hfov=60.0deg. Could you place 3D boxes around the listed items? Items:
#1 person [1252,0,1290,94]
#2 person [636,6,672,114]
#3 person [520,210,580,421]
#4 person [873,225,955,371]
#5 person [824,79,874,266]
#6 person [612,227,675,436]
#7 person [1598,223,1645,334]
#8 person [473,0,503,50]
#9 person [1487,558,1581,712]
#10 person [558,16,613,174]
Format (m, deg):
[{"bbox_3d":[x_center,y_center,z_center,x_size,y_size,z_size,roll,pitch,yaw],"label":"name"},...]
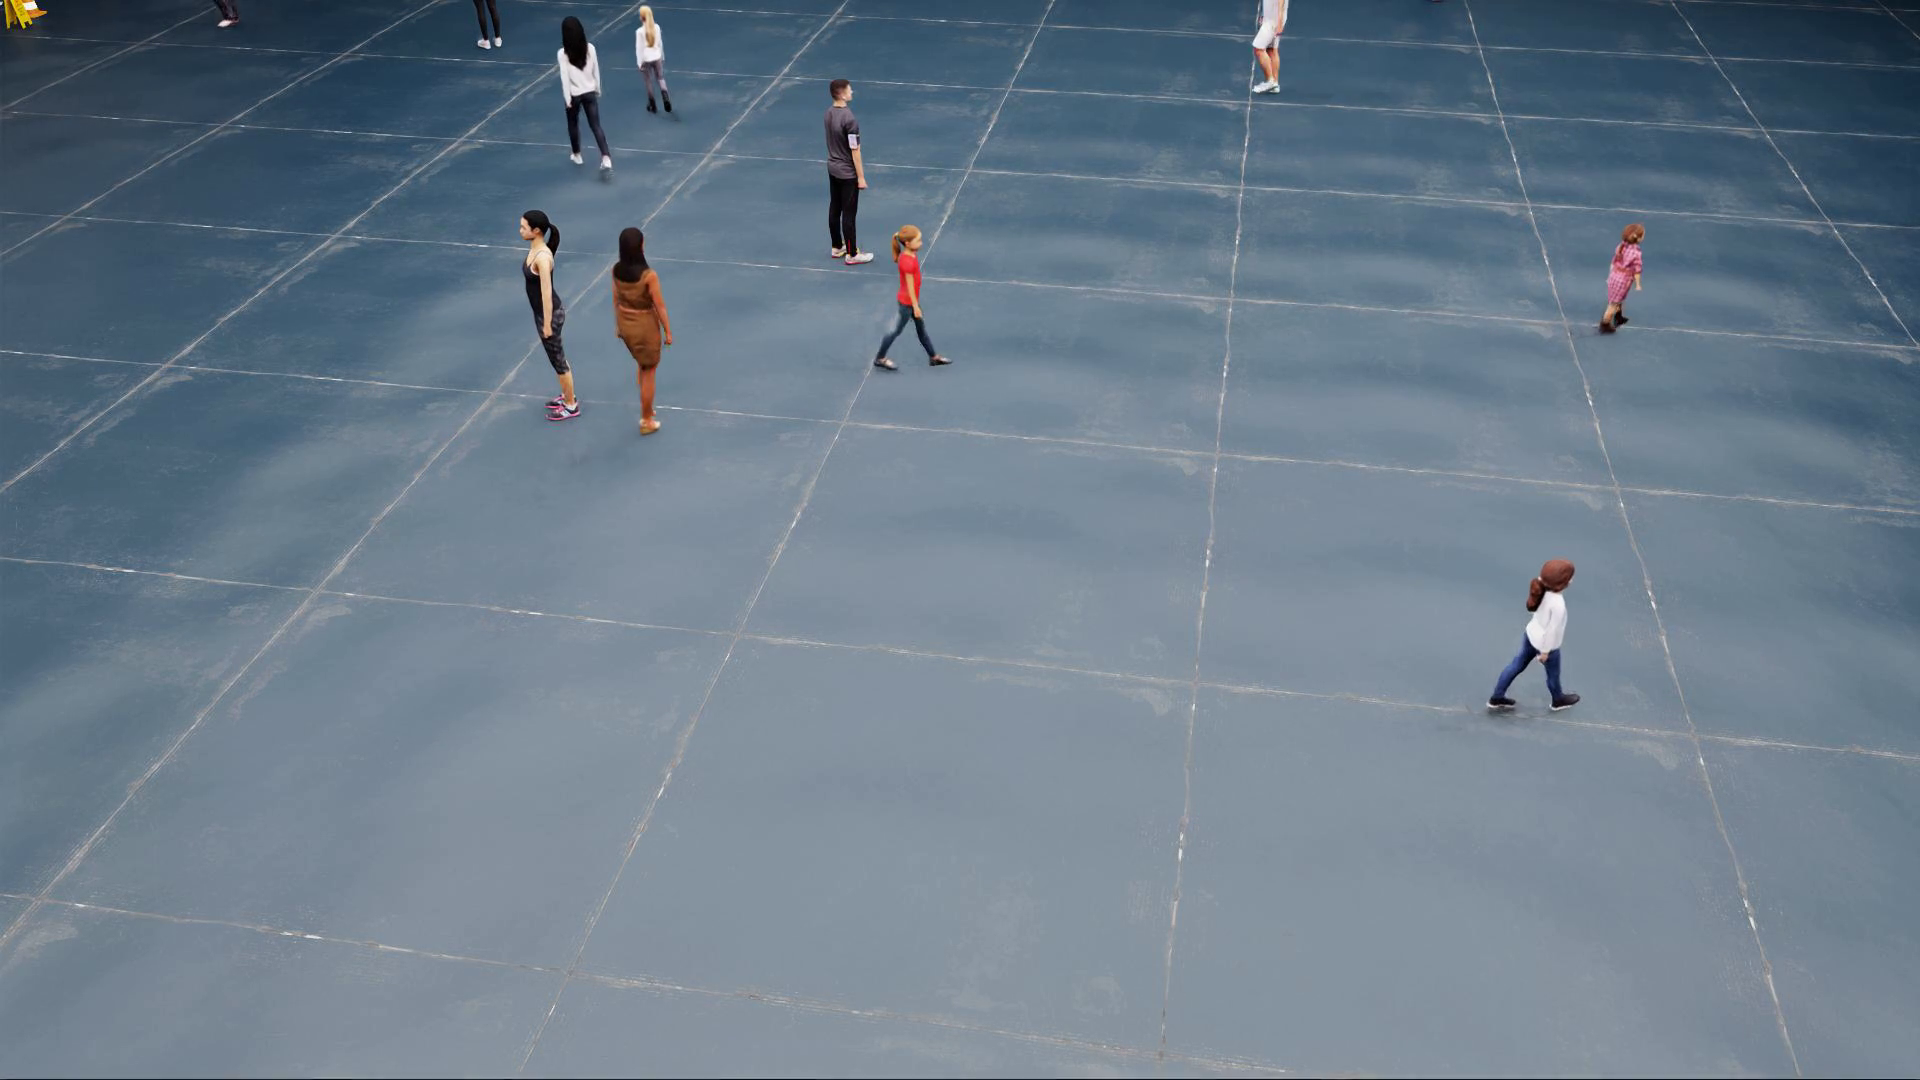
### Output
[{"bbox_3d":[3.922,-6.367,20.306,0.699,1.842,0.755,0,32,1],"label":"person"},{"bbox_3d":[-3.635,-5.690,19.770,0.725,1.270,0.777,-19,37,-27],"label":"person"},{"bbox_3d":[-3.235,-1.777,13.145,0.681,1.721,0.646,-13,34,-19],"label":"person"},{"bbox_3d":[-0.500,-1.998,13.907,0.918,1.281,0.566,2,32,4],"label":"person"},{"bbox_3d":[-1.109,-3.517,15.862,0.775,1.764,0.710,-21,38,-30],"label":"person"},{"bbox_3d":[-2.522,-1.564,12.856,0.634,1.668,0.736,16,36,23],"label":"person"},{"bbox_3d":[5.785,-2.288,14.622,0.675,1.009,0.588,-13,34,-19],"label":"person"},{"bbox_3d":[-6.374,-7.434,22.093,0.649,1.742,0.722,-17,36,-25],"label":"person"},{"bbox_3d":[3.443,0.592,9.986,0.839,1.085,0.619,-6,33,-9],"label":"person"},{"bbox_3d":[-4.035,-4.762,17.928,1.112,1.665,1.148,-19,37,-27],"label":"person"}]
